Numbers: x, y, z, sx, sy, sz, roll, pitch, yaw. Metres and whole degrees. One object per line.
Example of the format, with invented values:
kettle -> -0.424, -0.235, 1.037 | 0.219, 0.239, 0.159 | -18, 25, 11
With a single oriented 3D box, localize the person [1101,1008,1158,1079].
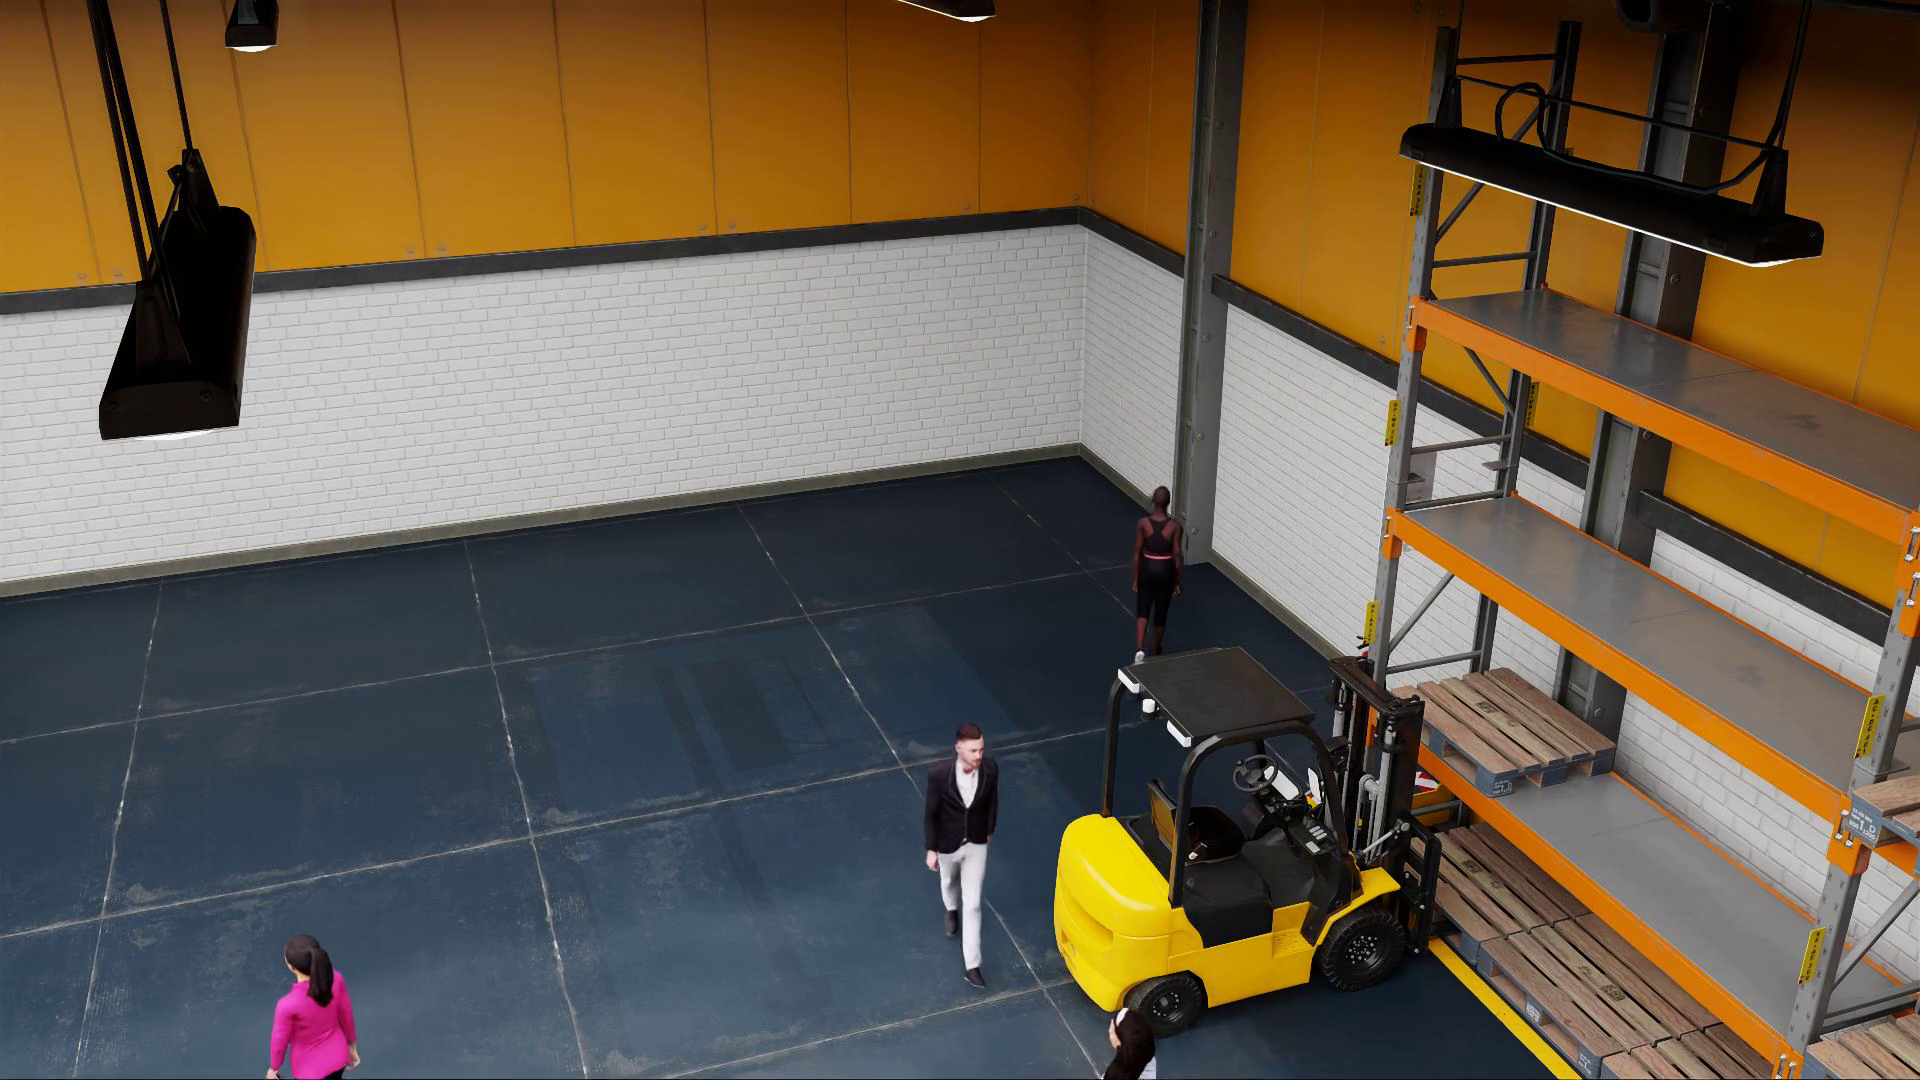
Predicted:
person -> 0.936, 3.191, 8.459 | 1.102, 1.783, 1.006 | 13, 27, 28

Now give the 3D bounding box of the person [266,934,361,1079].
person -> -3.473, 2.932, 9.176 | 0.932, 1.683, 0.850 | 13, 27, 27

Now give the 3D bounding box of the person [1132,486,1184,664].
person -> 1.750, 0.385, 14.934 | 0.904, 1.739, 1.018 | 7, 24, 15

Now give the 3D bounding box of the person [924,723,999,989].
person -> -0.019, 2.000, 11.192 | 0.865, 1.777, 1.310 | -3, 24, -6
